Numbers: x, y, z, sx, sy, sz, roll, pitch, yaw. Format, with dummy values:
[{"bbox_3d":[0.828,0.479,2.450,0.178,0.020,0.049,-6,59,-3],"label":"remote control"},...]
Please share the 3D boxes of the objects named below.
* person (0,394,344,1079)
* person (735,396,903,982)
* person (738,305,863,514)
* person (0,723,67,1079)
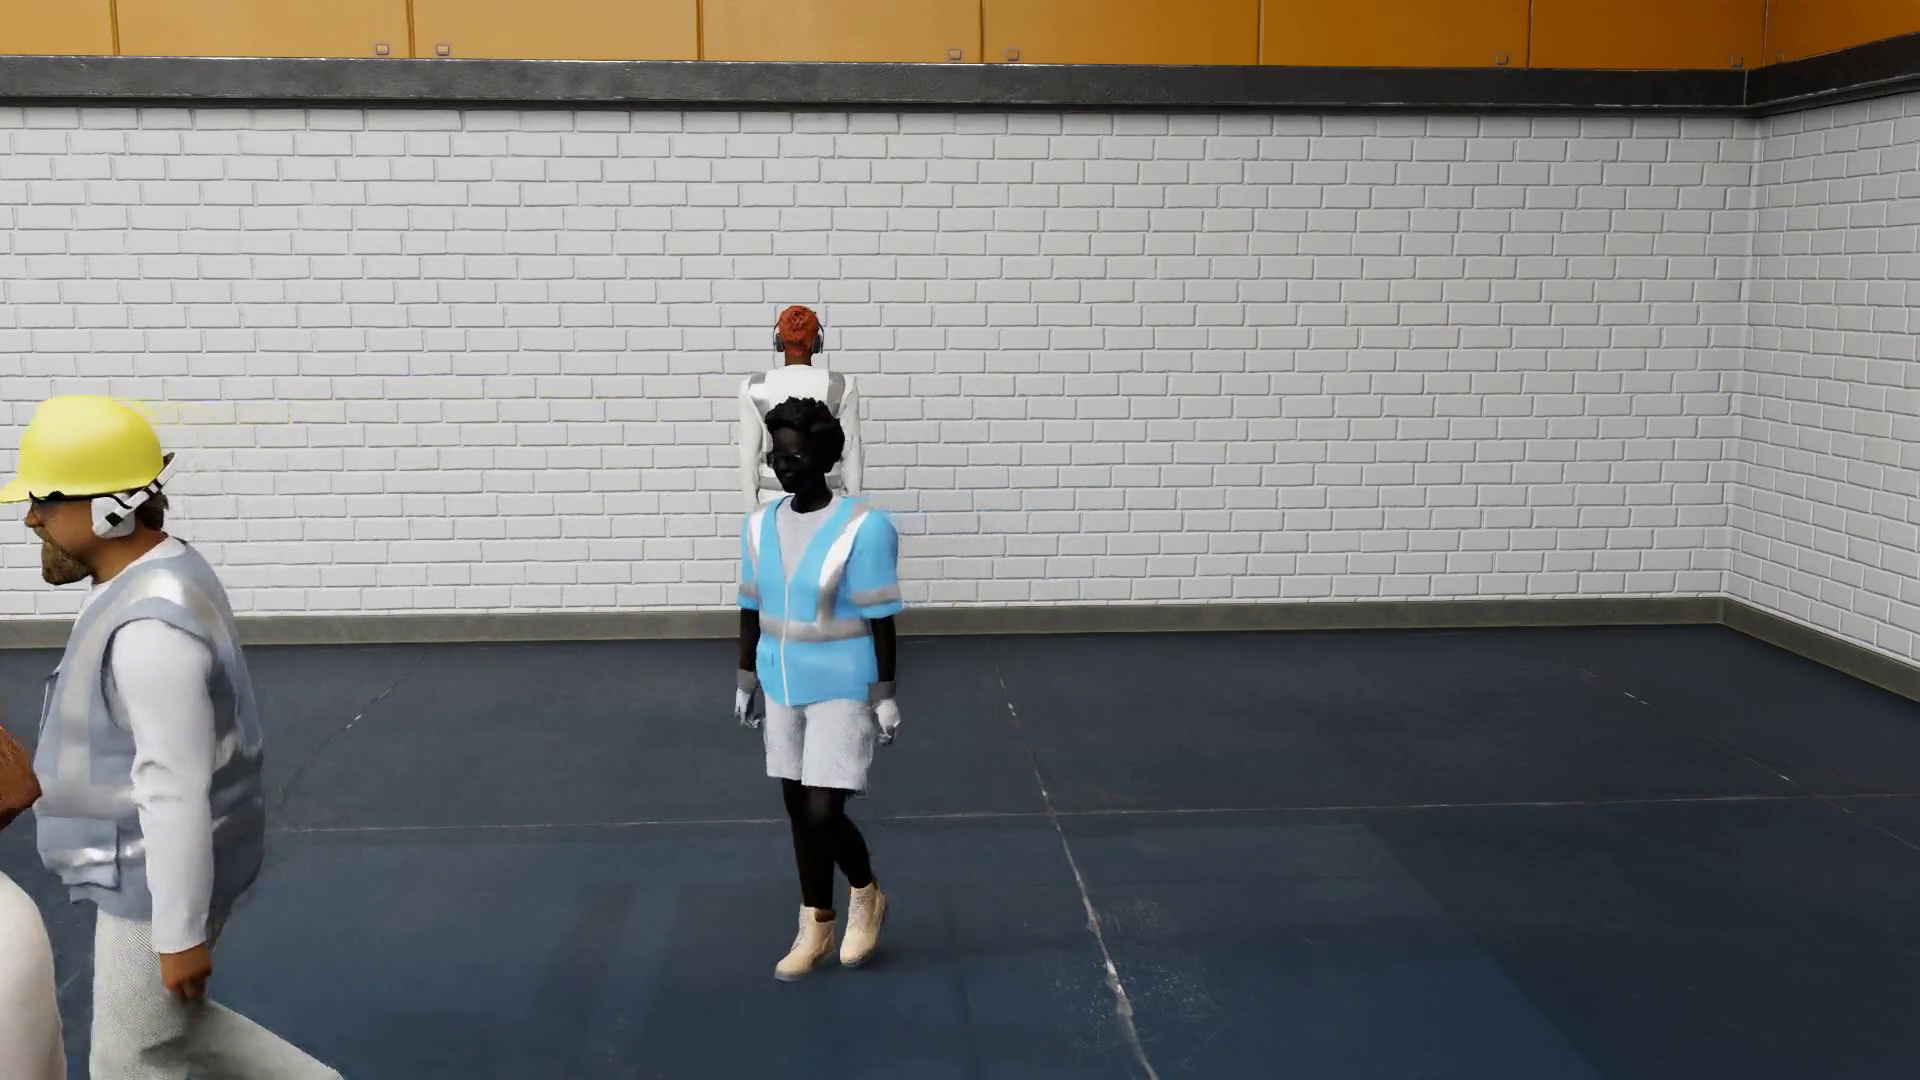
[{"bbox_3d":[-1.472,0.614,3.219,0.607,1.809,0.591,-4,10,-24],"label":"person"},{"bbox_3d":[-0.421,0.434,4.726,0.556,1.684,0.368,6,11,34],"label":"person"},{"bbox_3d":[-0.741,-0.152,7.810,0.575,1.883,0.355,-1,9,-4],"label":"person"},{"bbox_3d":[-1.141,0.911,2.021,0.504,1.602,0.813,8,12,42],"label":"person"}]
